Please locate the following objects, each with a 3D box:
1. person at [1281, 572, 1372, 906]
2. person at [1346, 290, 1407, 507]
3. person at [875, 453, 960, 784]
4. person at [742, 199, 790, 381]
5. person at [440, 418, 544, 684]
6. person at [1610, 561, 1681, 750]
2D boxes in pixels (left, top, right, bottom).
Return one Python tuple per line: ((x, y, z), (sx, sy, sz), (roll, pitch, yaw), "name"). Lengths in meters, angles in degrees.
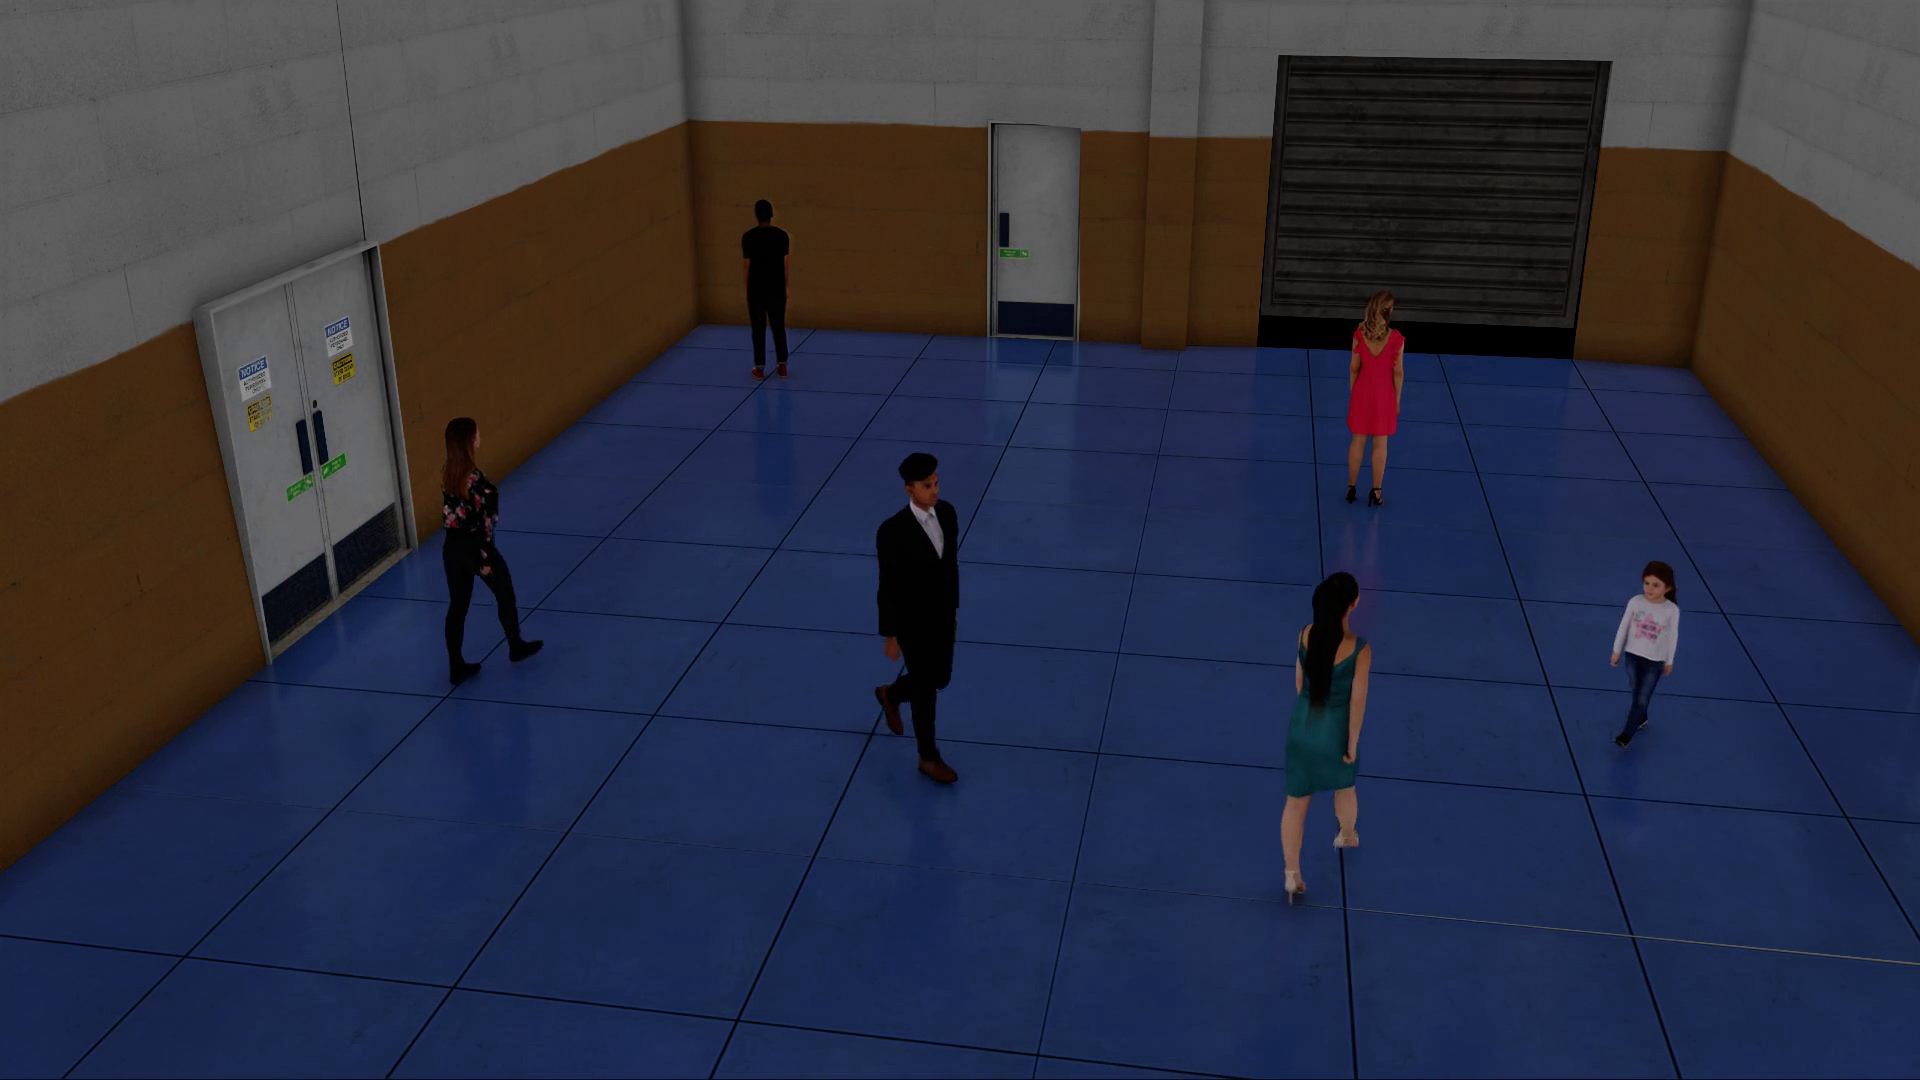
((1.682, 0.975, 7.903), (0.930, 1.657, 0.823), (13, 25, 29), "person")
((3.230, -1.112, 13.001), (0.577, 1.728, 0.698), (12, 25, 27), "person")
((-0.260, 0.386, 9.085), (1.021, 1.870, 1.126), (-19, 29, -40), "person")
((-1.898, -2.450, 16.294), (0.669, 1.756, 0.768), (-9, 24, -21), "person")
((-3.030, 0.097, 10.091), (0.902, 1.655, 0.852), (13, 25, 28), "person")
((3.944, 0.636, 9.521), (0.783, 1.080, 0.771), (19, 29, 40), "person")
